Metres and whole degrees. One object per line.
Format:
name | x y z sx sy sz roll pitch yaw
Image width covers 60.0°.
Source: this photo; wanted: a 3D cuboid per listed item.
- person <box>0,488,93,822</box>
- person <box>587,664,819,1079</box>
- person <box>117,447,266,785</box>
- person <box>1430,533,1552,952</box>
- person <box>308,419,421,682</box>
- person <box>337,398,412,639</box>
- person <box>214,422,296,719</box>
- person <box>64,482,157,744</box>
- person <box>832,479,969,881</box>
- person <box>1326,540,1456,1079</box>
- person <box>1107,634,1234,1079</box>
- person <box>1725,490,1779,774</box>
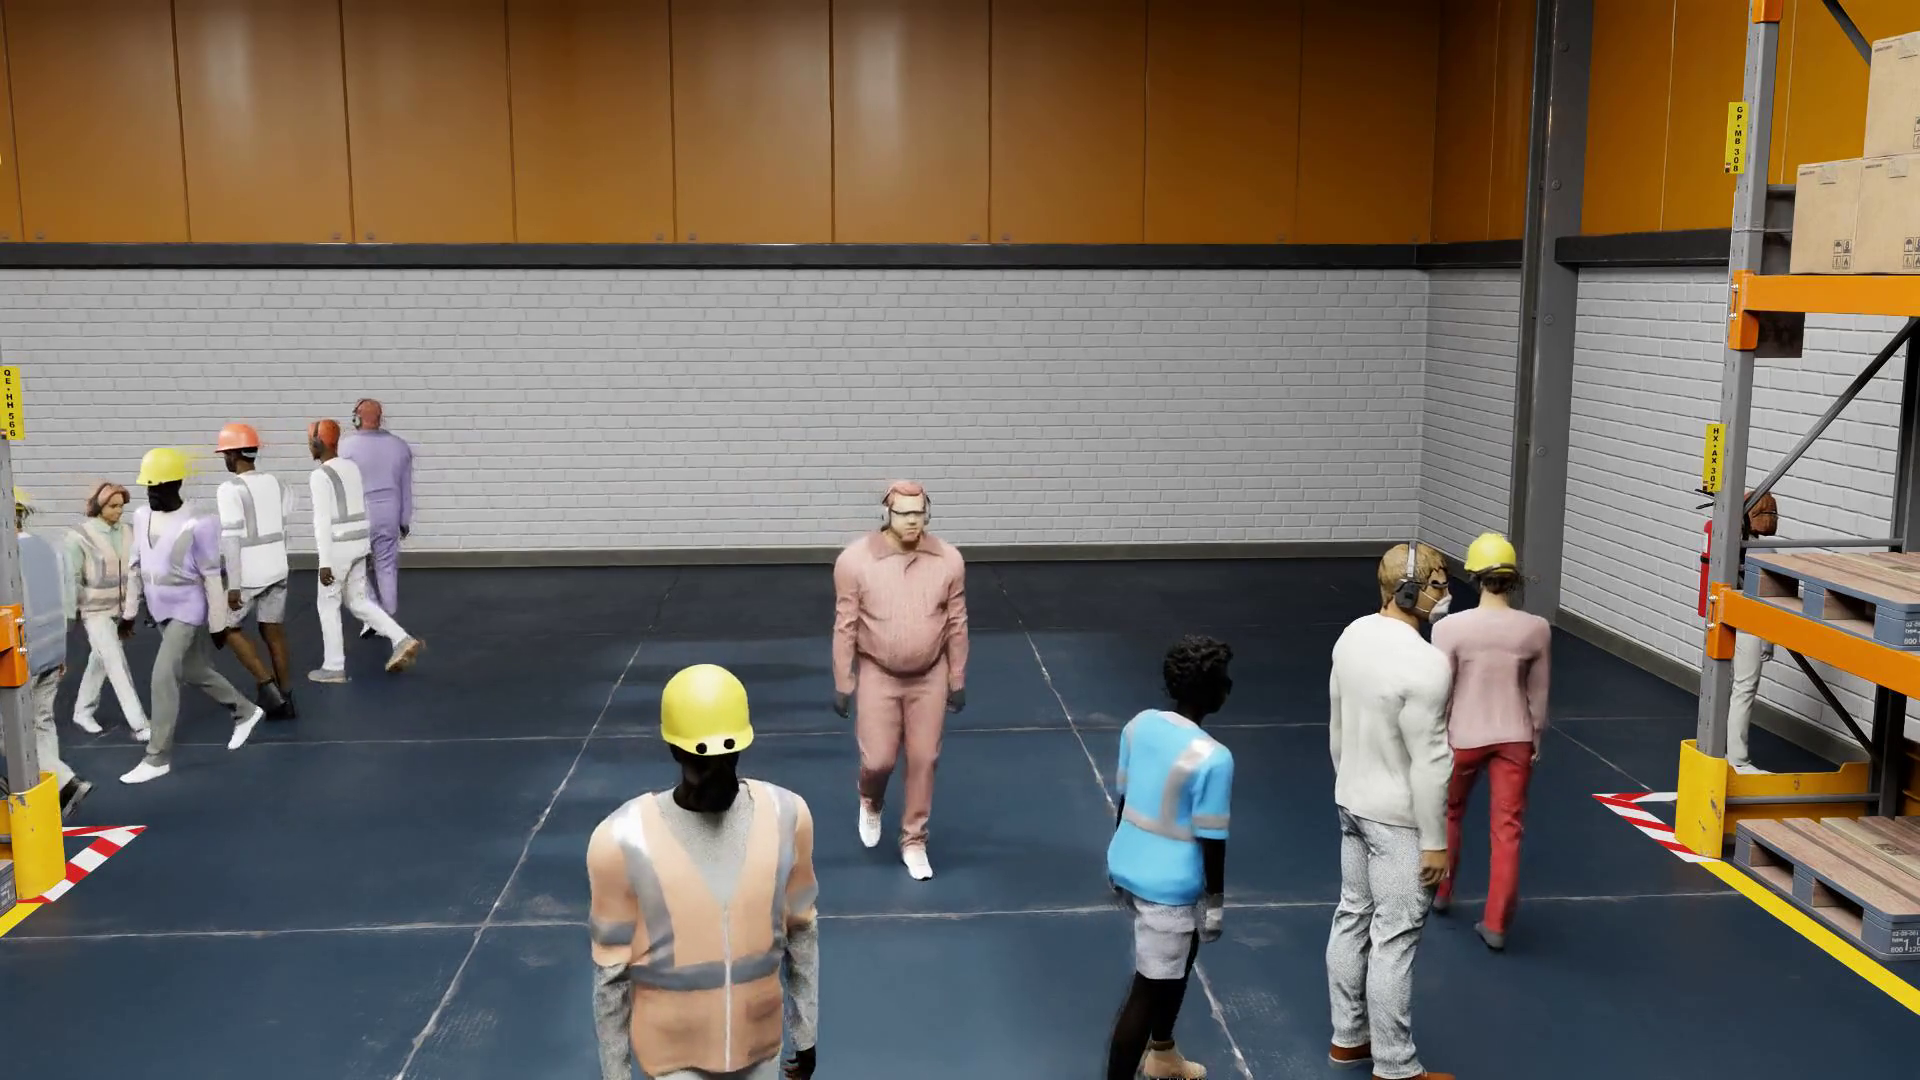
person | -4.718 0.603 8.423 0.531 1.800 0.626 1 9 5
person | -0.651 1.221 4.231 0.590 1.905 0.781 -5 10 -28
person | -4.422 0.385 9.554 0.601 1.888 0.941 5 11 31
person | 2.230 0.827 7.172 0.548 1.737 0.763 0 9 1
person | -4.192 0.082 11.532 0.705 1.859 0.624 2 9 11
person | -4.566 -0.156 12.900 0.434 1.889 0.674 8 12 42
person | -4.479 0.214 10.519 0.481 1.911 0.617 3 9 16
person | -5.175 0.436 10.134 0.902 1.584 0.526 4 10 22
person | -0.277 0.641 7.890 0.665 1.889 0.502 -2 9 -15
person | 1.495 0.959 5.765 0.379 1.937 0.629 -2 9 -15
person | 0.703 1.135 5.520 0.603 1.657 0.542 -4 10 -24
person | 4.441 0.526 9.428 0.274 1.632 0.503 -1 9 -7
